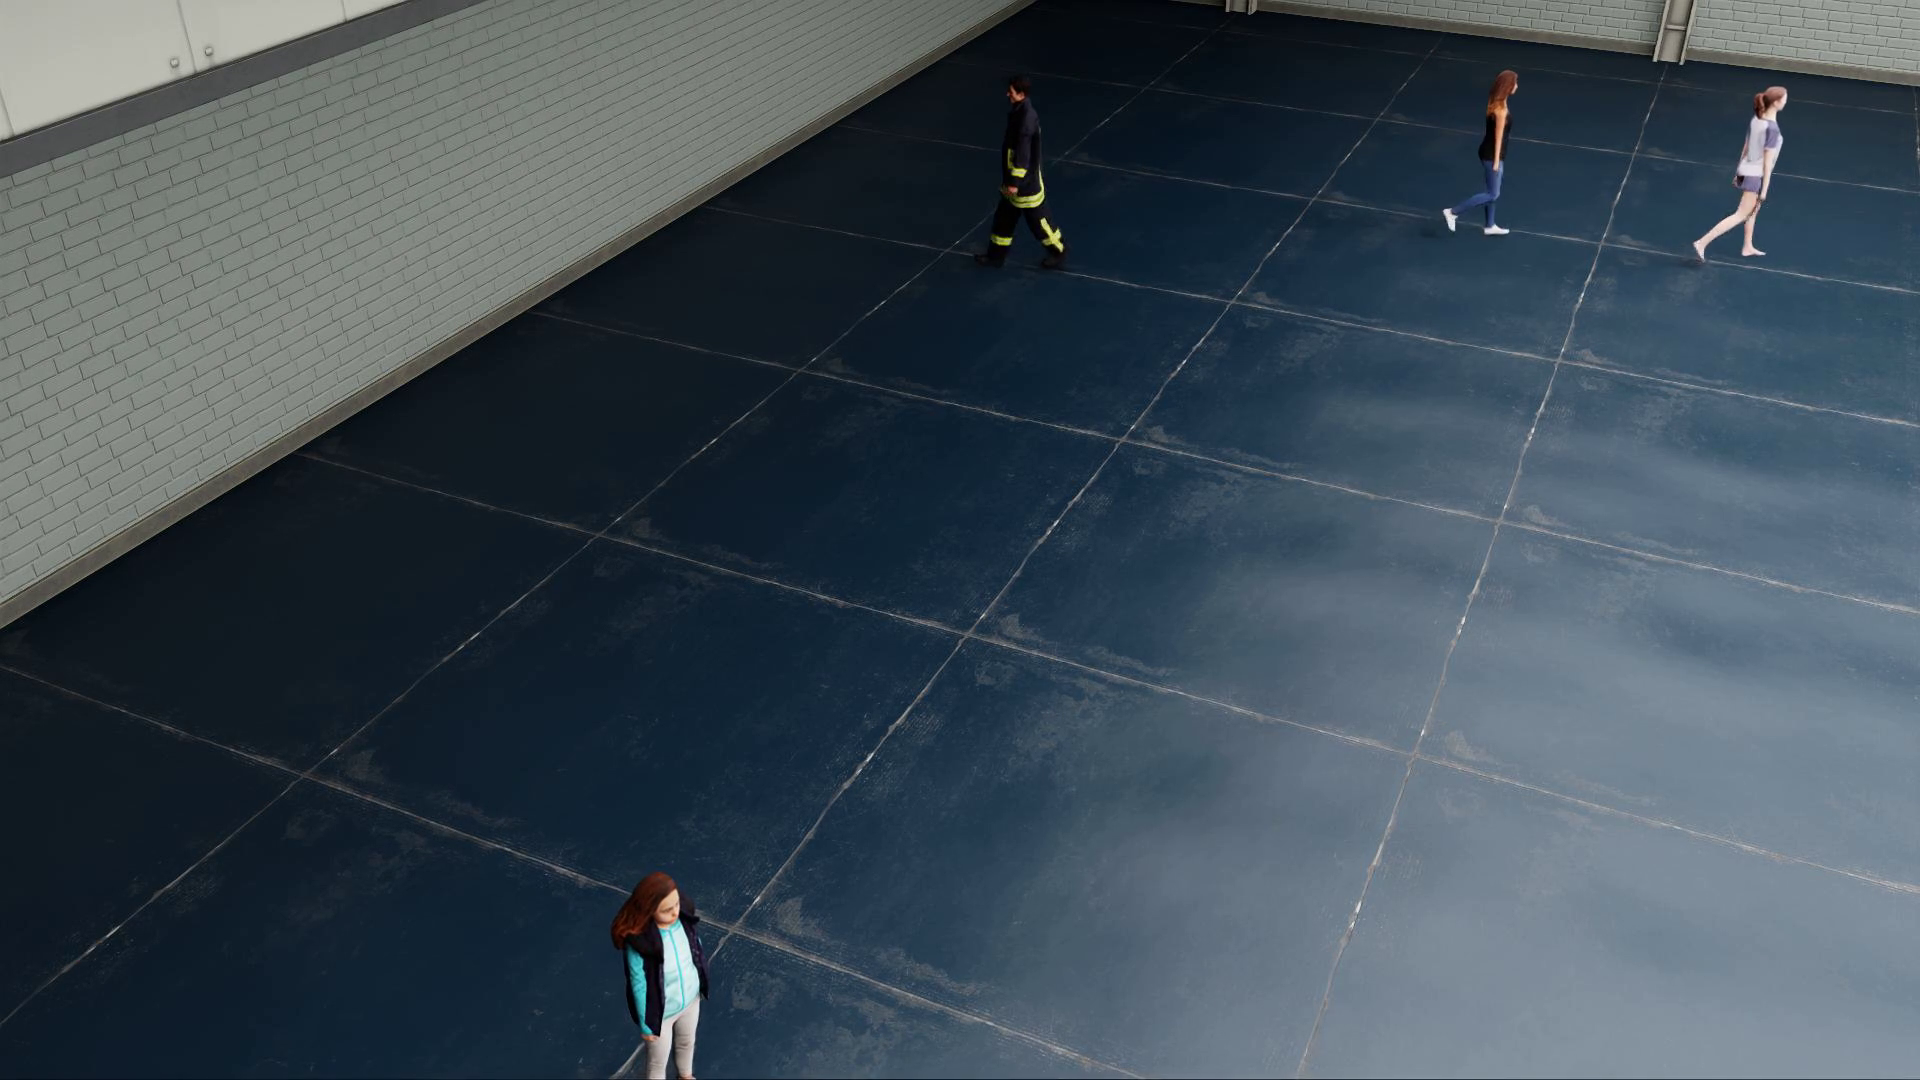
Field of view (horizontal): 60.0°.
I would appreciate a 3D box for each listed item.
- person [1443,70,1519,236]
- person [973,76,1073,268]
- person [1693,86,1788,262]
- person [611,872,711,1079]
[{"bbox_3d":[5.296,-3.864,16.744,0.991,1.703,0.733,5,33,7],"label":"person"},{"bbox_3d":[0.701,-3.481,15.960,1.341,1.891,1.179,-4,32,-6],"label":"person"},{"bbox_3d":[7.625,-3.518,16.163,1.159,1.738,0.959,-3,32,-5],"label":"person"},{"bbox_3d":[-1.334,2.068,7.531,0.642,1.500,0.618,24,39,33],"label":"person"}]
